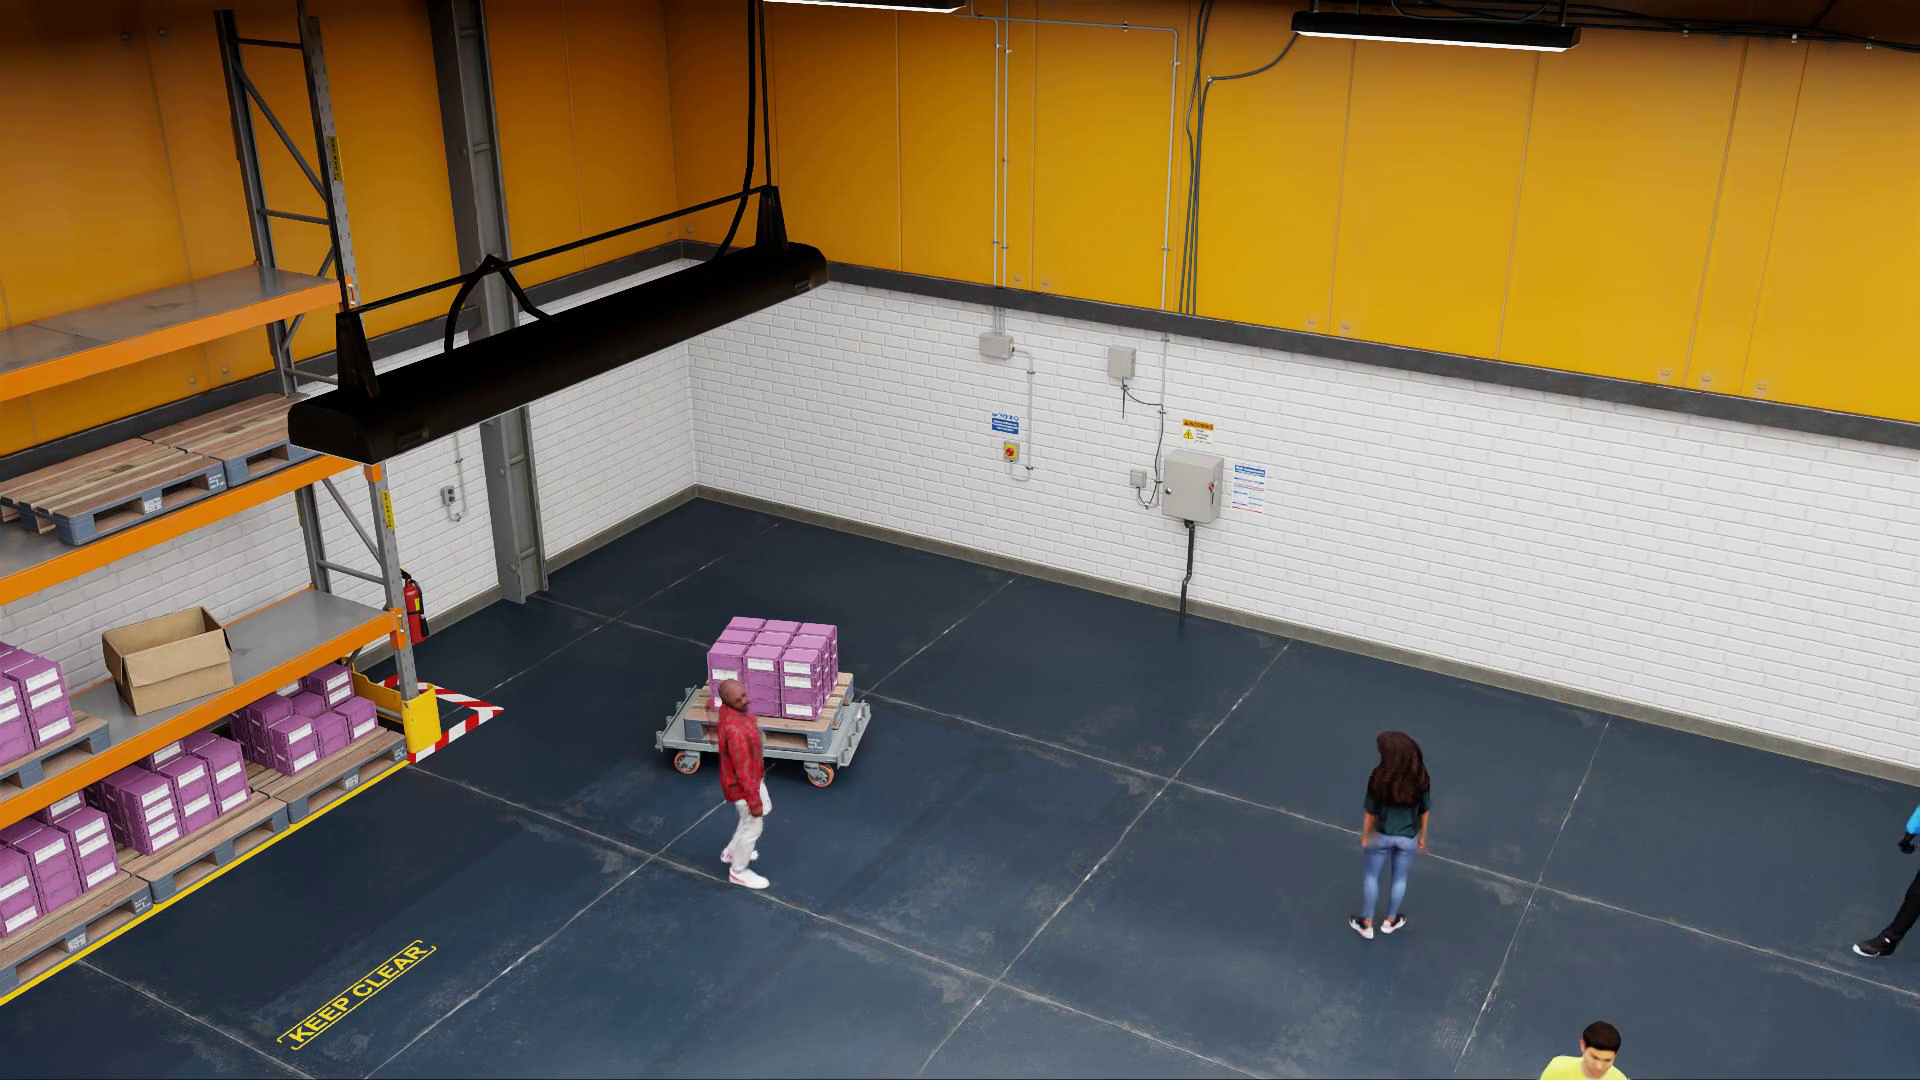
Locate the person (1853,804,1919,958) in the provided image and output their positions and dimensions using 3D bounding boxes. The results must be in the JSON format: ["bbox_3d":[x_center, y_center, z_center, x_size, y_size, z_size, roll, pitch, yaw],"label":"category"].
[{"bbox_3d":[6.808,2.089,11.355,1.148,1.748,1.183,-3,24,-7],"label":"person"}]

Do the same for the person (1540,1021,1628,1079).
[{"bbox_3d":[3.265,3.208,8.902,0.729,1.662,1.147,9,25,20],"label":"person"}]

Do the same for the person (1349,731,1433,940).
[{"bbox_3d":[3.047,2.051,11.617,0.713,1.608,0.720,9,25,20],"label":"person"}]

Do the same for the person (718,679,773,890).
[{"bbox_3d":[-1.580,1.751,12.084,0.954,1.783,0.846,-8,25,-17],"label":"person"}]
